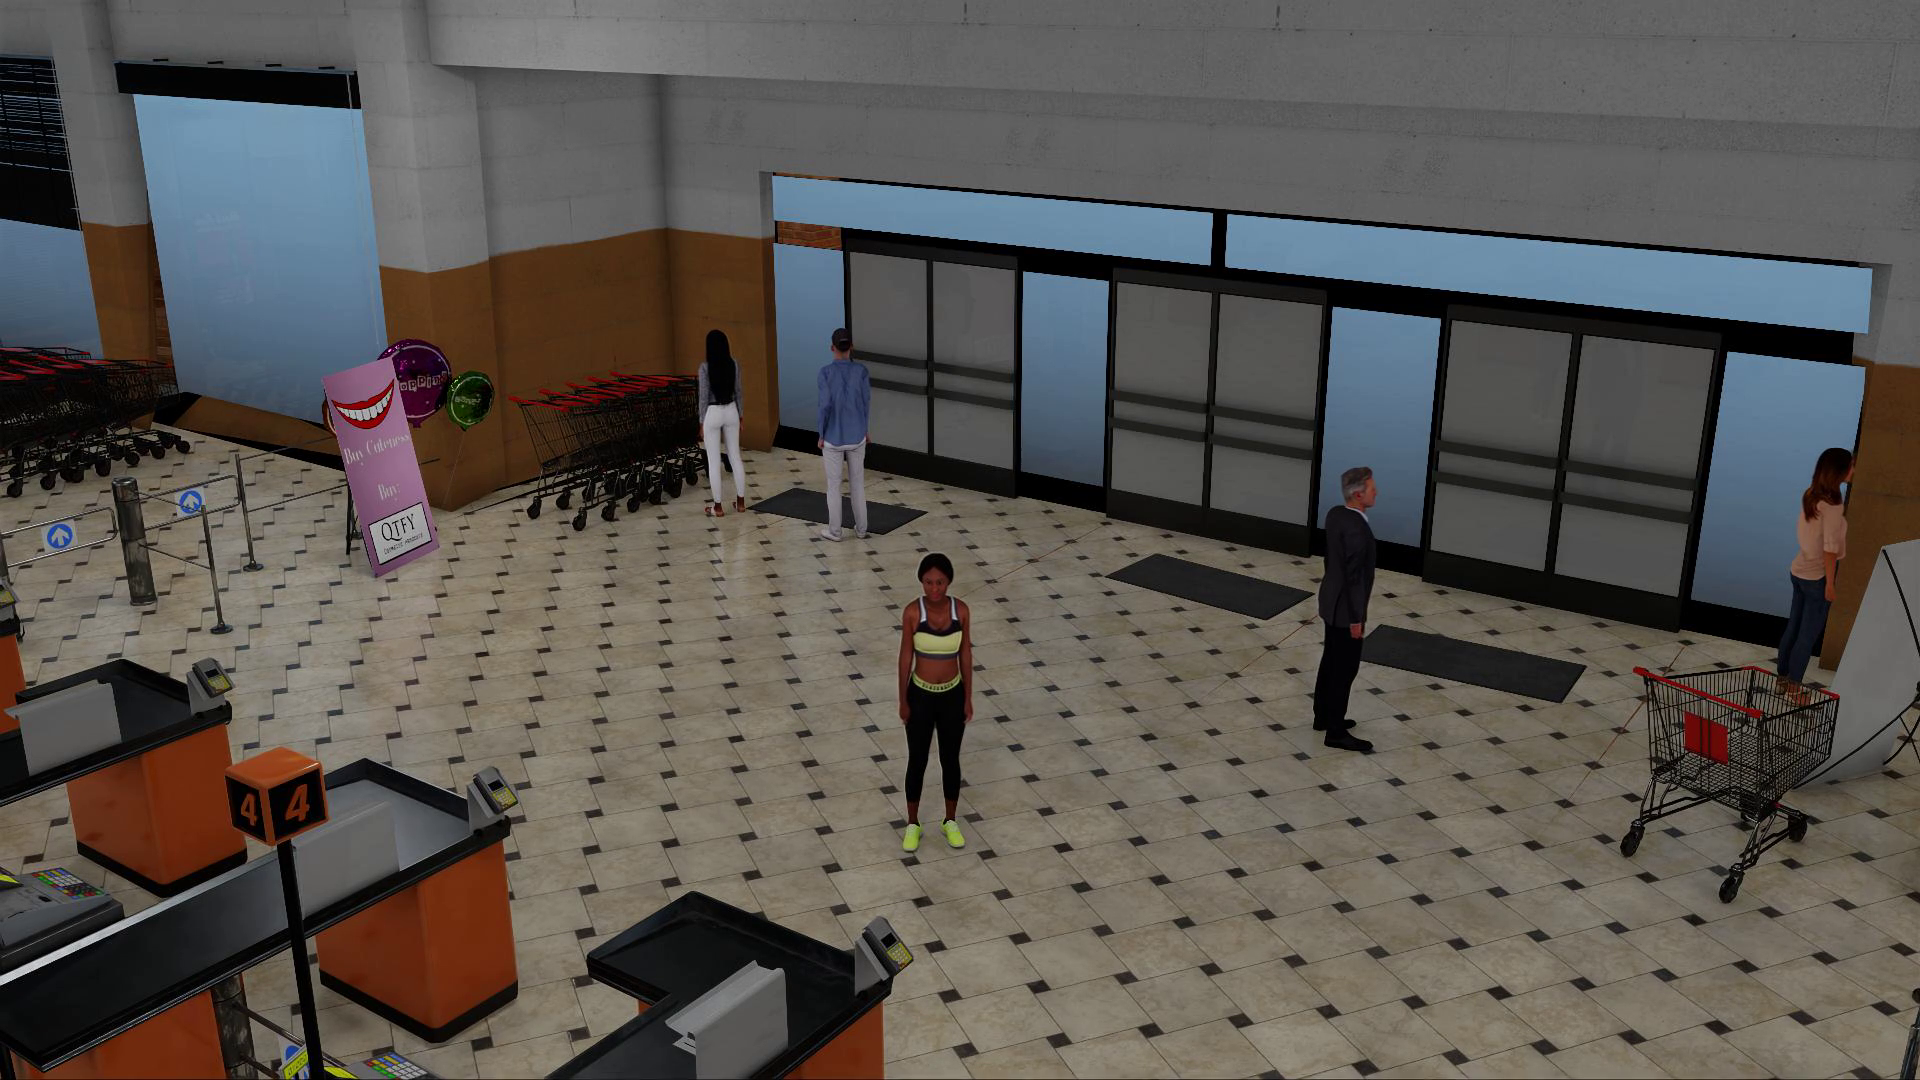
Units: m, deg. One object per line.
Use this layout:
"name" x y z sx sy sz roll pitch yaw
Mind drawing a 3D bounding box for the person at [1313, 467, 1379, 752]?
"person" 2.469 0.409 10.602 0.863 1.840 0.763 -1 19 -2

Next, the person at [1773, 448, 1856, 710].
"person" 5.732 0.242 11.175 0.726 1.792 0.616 2 19 5

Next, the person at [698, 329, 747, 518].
"person" -2.188 -1.079 15.197 0.569 1.724 0.723 -12 22 -31

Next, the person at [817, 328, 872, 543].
"person" -1.014 -0.916 14.457 0.684 1.888 0.803 -8 20 -23

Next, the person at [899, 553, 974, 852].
"person" -0.135 0.895 9.297 0.639 1.753 0.694 -3 19 -8
